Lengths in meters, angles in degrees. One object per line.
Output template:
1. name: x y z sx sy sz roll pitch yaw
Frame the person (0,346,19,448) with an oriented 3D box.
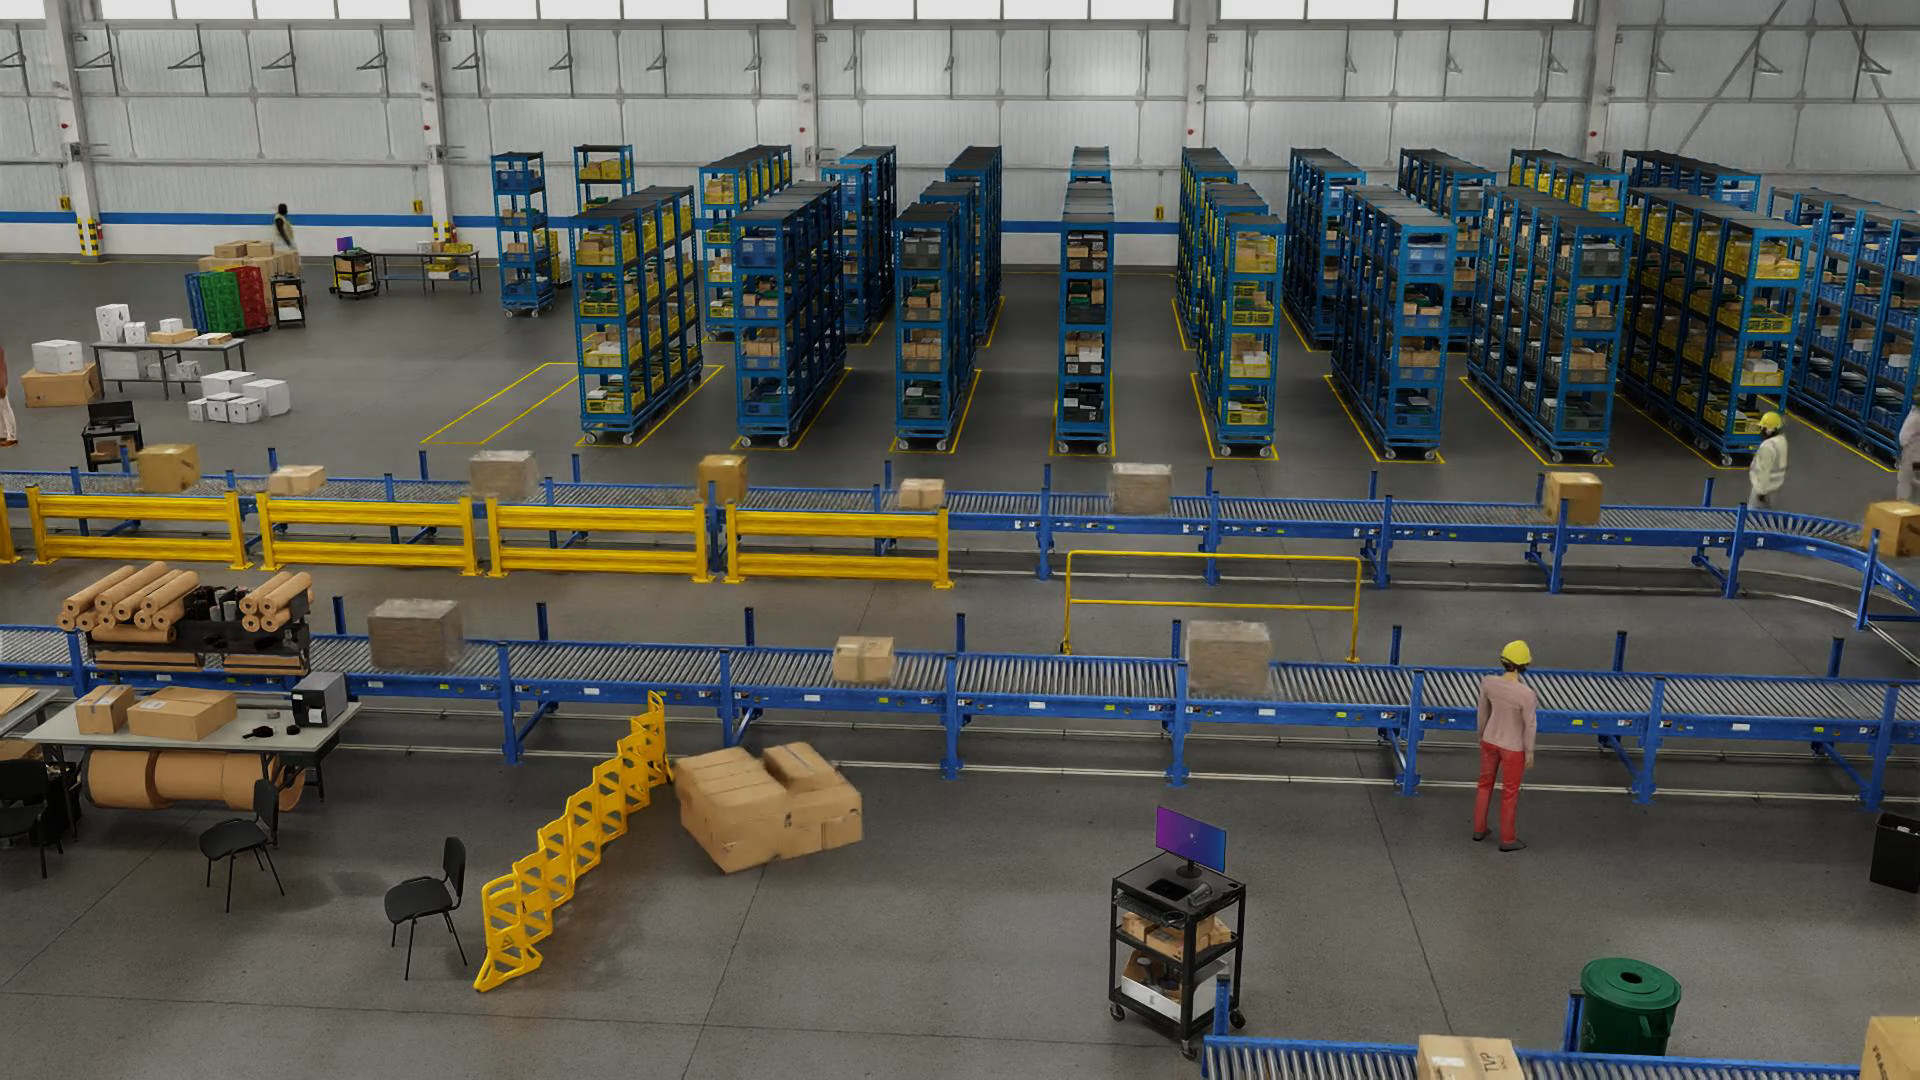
1. person: -15.109 -2.427 26.013 0.611 1.985 0.393 12 21 34

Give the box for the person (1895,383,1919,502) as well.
1. person: 12.778 -1.177 22.190 0.631 1.891 0.663 6 19 19

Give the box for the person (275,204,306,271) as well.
1. person: -17.678 -7.940 43.816 0.500 1.809 0.705 1 18 4

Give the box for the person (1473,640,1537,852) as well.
1. person: 4.411 1.650 13.435 0.317 1.769 0.523 -13 22 -35

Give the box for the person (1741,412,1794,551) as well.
1. person: 10.183 -0.713 20.859 0.649 1.809 0.603 16 24 42
